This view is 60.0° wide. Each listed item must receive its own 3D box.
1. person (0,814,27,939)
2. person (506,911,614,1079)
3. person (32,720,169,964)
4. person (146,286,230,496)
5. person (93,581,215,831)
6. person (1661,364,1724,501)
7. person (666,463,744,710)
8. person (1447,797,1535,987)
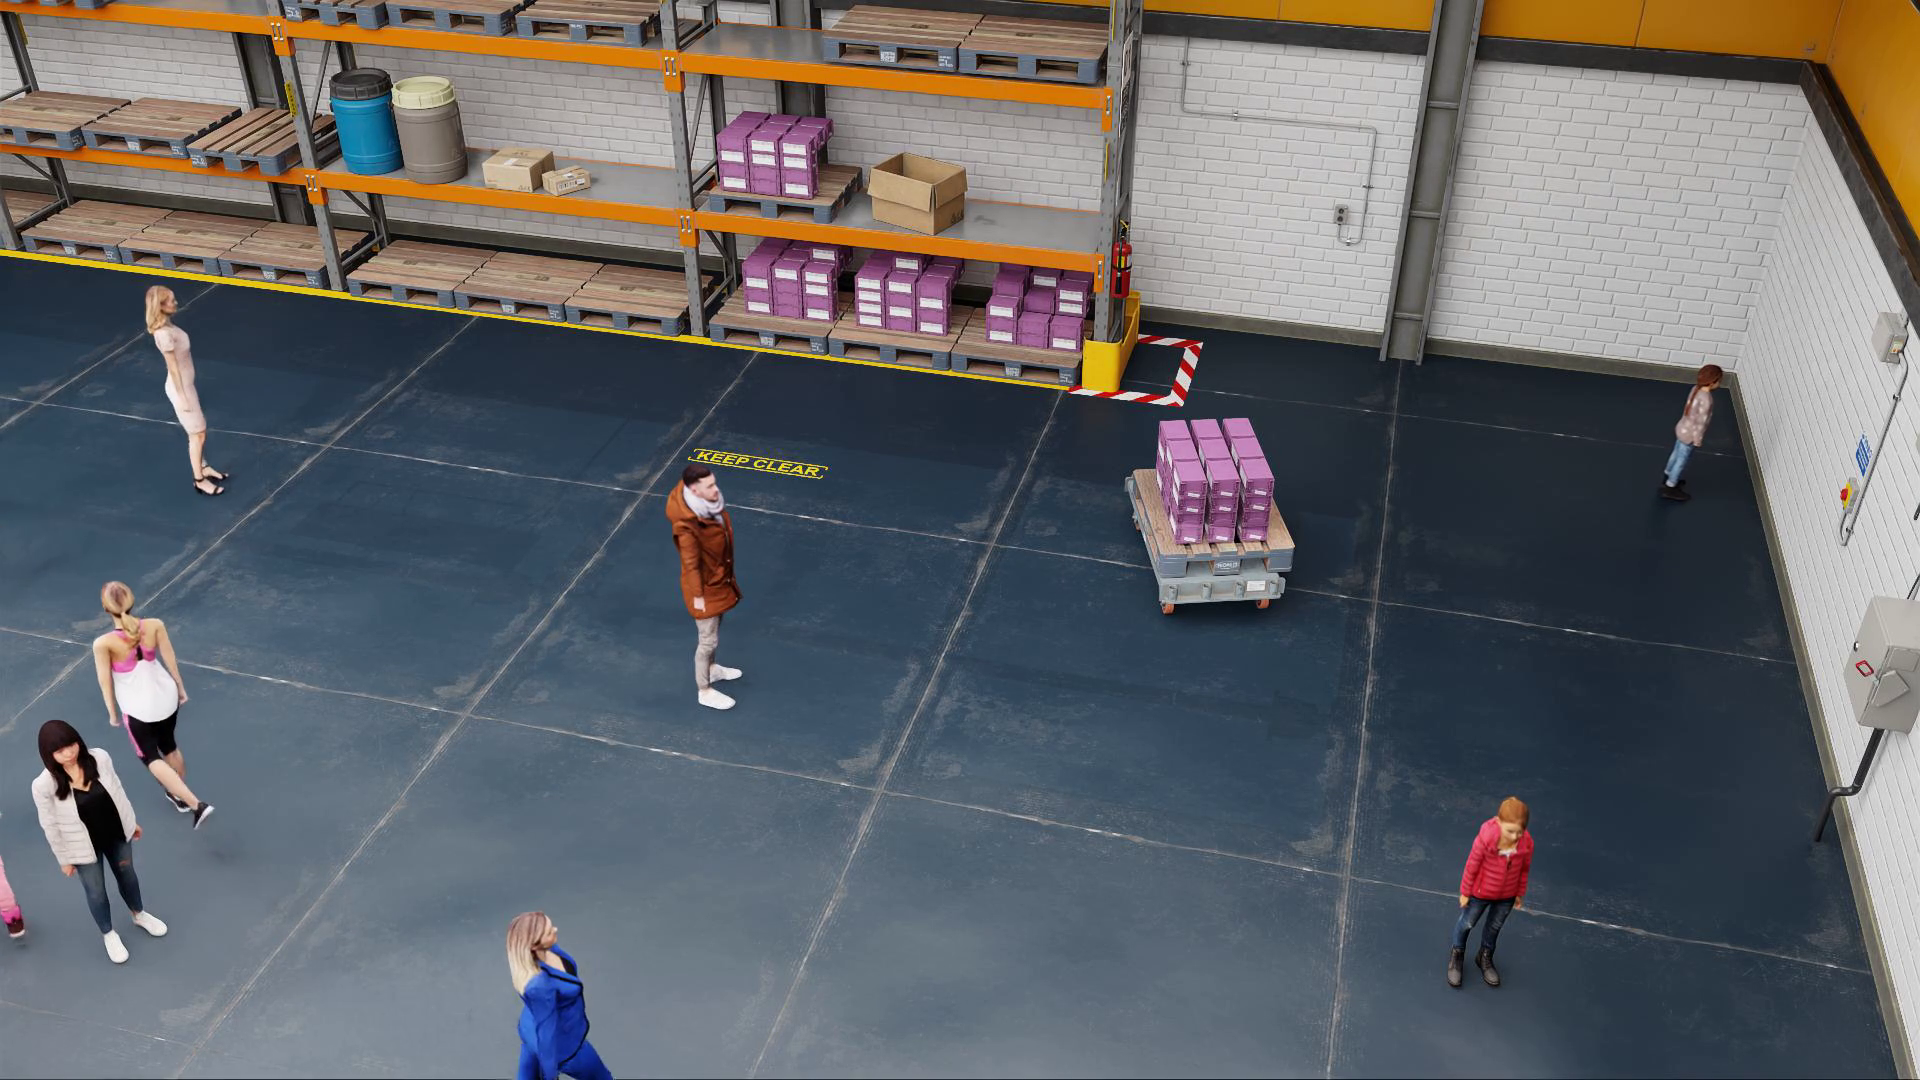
[{"bbox_3d":[-5.686,1.684,9.500,0.911,1.422,1.073,-26,41,-33],"label":"person"},{"bbox_3d":[-2.074,2.475,8.103,1.219,1.652,1.104,-15,36,-21],"label":"person"},{"bbox_3d":[-4.861,1.656,9.350,0.671,1.636,0.693,22,39,29],"label":"person"},{"bbox_3d":[-6.314,-1.201,13.475,0.677,1.828,0.657,-11,35,-17],"label":"person"},{"bbox_3d":[-4.897,1.059,10.127,1.031,1.768,0.851,25,41,33],"label":"person"},{"bbox_3d":[5.967,-0.899,13.596,0.481,1.191,0.499,5,34,8],"label":"person"},{"bbox_3d":[-1.718,0.288,11.226,0.766,1.836,0.772,1,34,2],"label":"person"},{"bbox_3d":[2.947,1.933,9.222,0.505,1.315,0.621,0,34,0],"label":"person"}]
